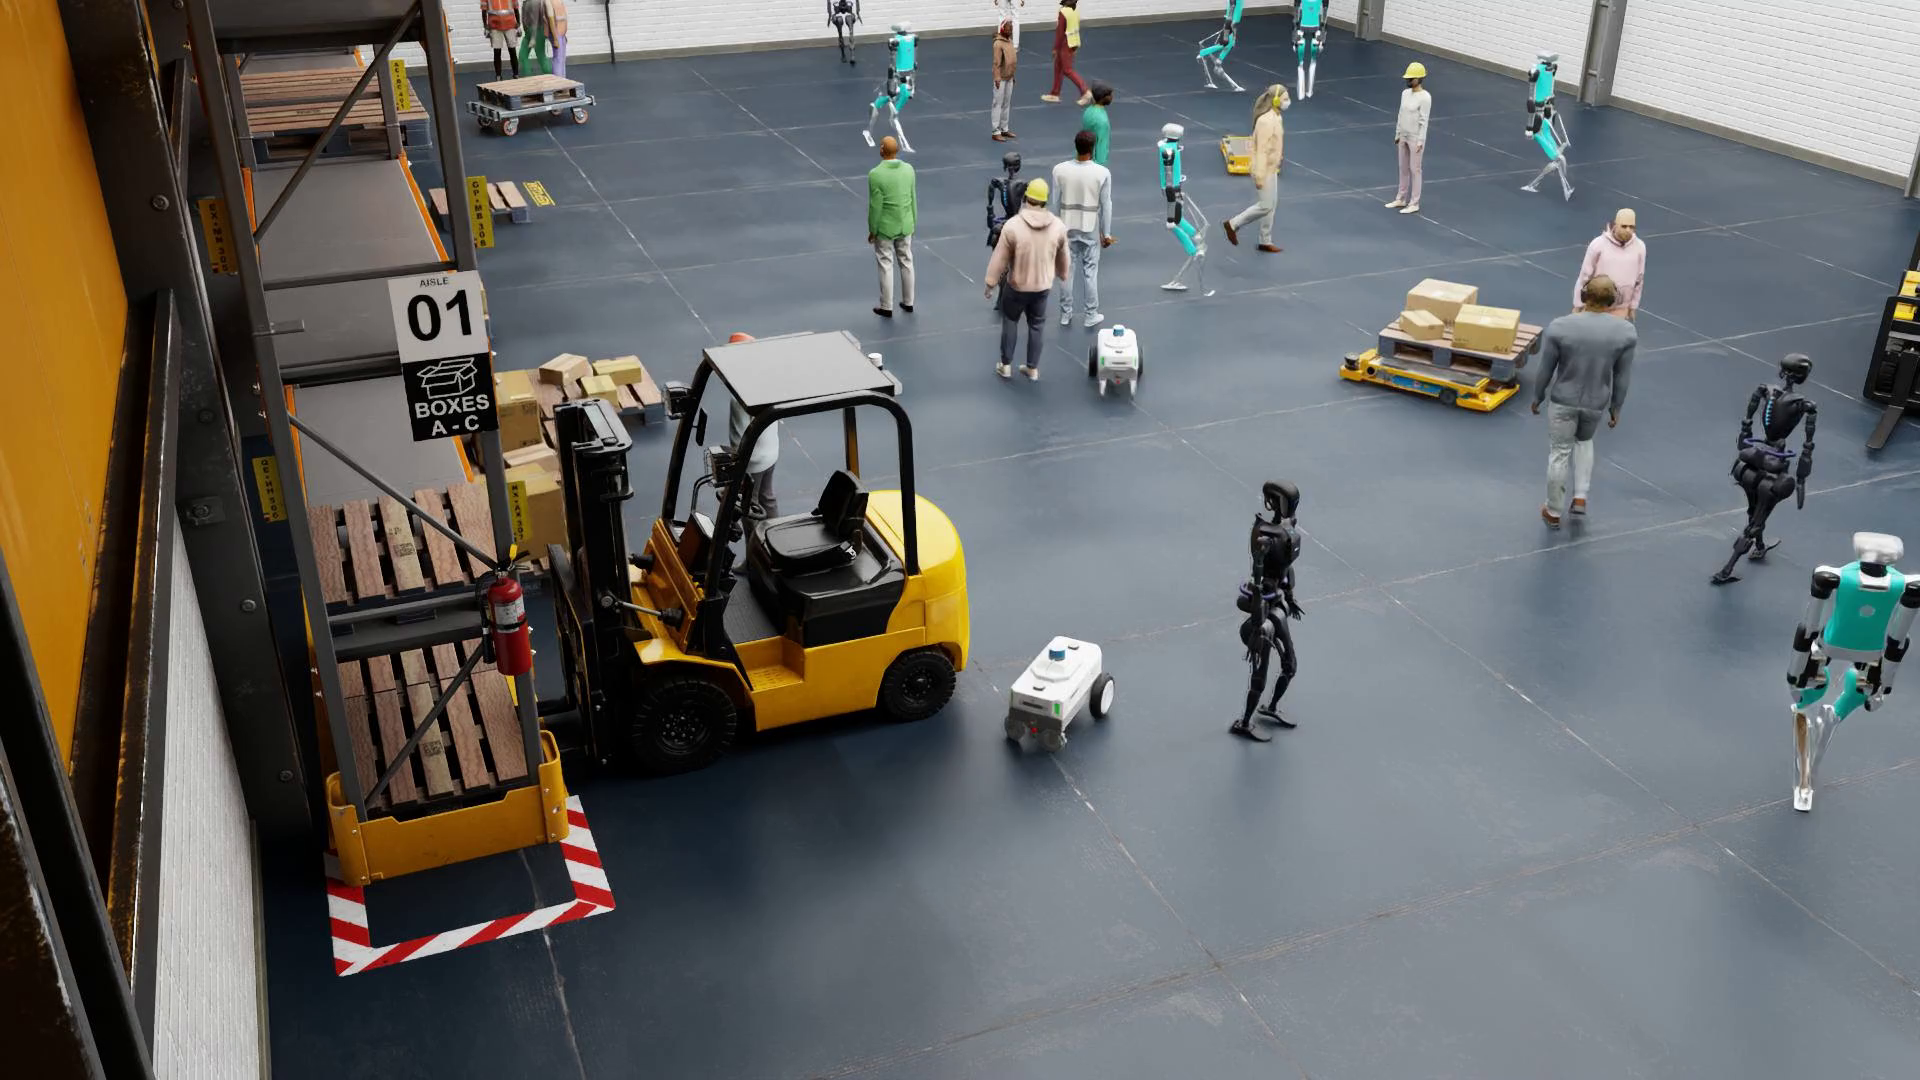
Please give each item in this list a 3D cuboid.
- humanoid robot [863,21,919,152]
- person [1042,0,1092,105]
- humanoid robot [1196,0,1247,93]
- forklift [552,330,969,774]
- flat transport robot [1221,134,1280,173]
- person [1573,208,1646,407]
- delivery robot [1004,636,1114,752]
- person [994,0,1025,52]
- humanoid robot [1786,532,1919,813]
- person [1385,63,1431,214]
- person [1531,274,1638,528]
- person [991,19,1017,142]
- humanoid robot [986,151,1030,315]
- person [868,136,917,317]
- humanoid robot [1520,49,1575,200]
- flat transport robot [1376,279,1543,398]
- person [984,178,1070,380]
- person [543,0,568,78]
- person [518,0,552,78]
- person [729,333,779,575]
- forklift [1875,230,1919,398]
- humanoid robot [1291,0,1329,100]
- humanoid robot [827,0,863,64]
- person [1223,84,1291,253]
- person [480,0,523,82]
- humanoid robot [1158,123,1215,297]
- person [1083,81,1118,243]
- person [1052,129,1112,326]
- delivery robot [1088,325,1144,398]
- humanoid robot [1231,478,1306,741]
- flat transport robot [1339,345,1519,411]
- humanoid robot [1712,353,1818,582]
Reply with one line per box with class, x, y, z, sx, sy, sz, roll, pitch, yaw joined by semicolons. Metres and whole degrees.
humanoid robot;-1.020;-6.216;22.741;0.970;1.772;0.535;21;33;35
person;1.671;-7.503;25.276;0.848;1.737;0.468;12;29;22
humanoid robot;4.065;-7.818;25.924;0.912;1.766;0.544;11;29;21
forklift;-1.094;0.010;9.831;2.313;2.155;1.214;-10;28;-20
flat transport robot;3.875;-5.154;22.238;0.659;0.231;1.431;2;27;3
person;5.562;-2.028;14.356;0.549;1.764;0.480;0;27;0
delivery robot;0.568;0.875;9.920;0.525;0.587;0.755;12;29;23
person;0.871;-9.512;29.127;0.564;1.878;0.351;0;27;0
humanoid robot;4.739;0.697;9.065;0.530;1.865;0.855;7;28;14
person;5.382;-4.811;19.897;0.330;1.760;0.526;-10;29;-20
person;4.515;-1.012;12.169;0.635;1.921;0.467;3;27;5
person;0.604;-6.432;23.243;0.331;1.647;0.461;16;31;29
humanoid robot;0.508;-3.005;16.384;0.603;1.650;0.331;15;30;27
person;-0.673;-3.097;16.462;0.551;1.781;0.384;-17;31;-30
humanoid robot;7.394;-5.078;20.493;0.550;1.793;0.911;-23;35;-38
flat transport robot;4.538;-1.608;15.187;0.659;0.231;1.431;16;31;29
person;0.599;-2.311;14.821;0.819;1.848;0.595;-7;28;-14
person;-6.230;-7.794;25.735;0.391;1.846;0.563;1;27;1
person;-6.742;-7.848;25.866;0.723;1.817;0.554;-17;31;-31
person;-1.445;-0.596;11.537;0.351;1.737;0.572;9;28;17
forklift;9.029;-2.397;14.618;1.214;2.155;2.313;18;32;32
humanoid robot;5.382;-7.709;25.719;0.530;1.815;0.715;5;27;9
humanoid robot;-1.944;-8.881;28.107;0.600;1.629;0.707;-3;27;-6
person;3.318;-4.085;18.342;0.591;1.859;0.573;12;29;22
person;-7.223;-8.108;26.227;0.611;1.965;0.362;-8;28;-15
humanoid robot;2.398;-3.310;17.044;0.811;1.880;0.555;4;27;8
person;1.509;-4.210;18.621;0.519;1.830;0.516;-5;27;-10
person;1.179;-3.019;16.159;0.593;1.918;0.388;9;28;17
delivery robot;1.411;-1.638;14.926;0.499;0.594;0.769;1;27;2
humanoid robot;1.809;0.415;9.590;0.394;1.648;0.612;15;30;27
flat transport robot;4.212;-1.482;14.936;1.431;0.231;0.659;20;33;34
humanoid robot;5.608;-0.508;11.473;0.780;1.622;0.609;-12;29;-23
